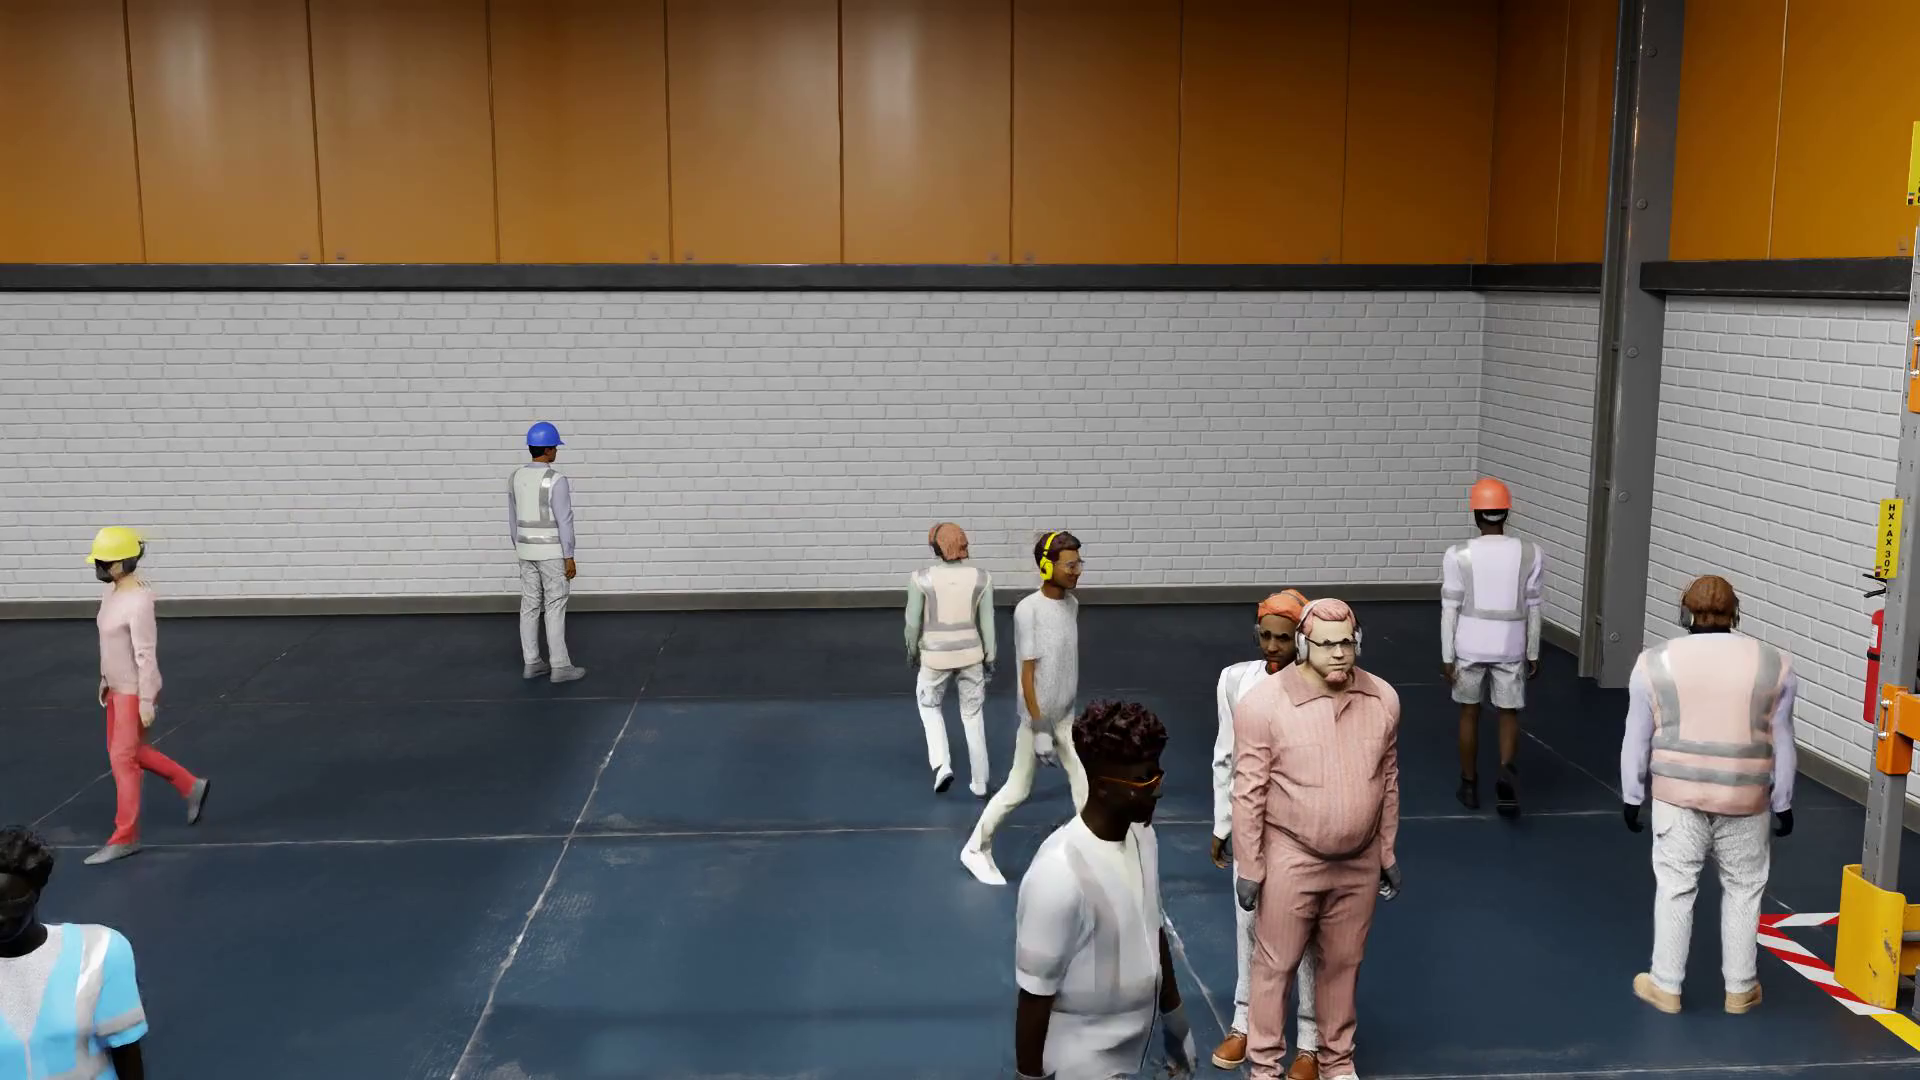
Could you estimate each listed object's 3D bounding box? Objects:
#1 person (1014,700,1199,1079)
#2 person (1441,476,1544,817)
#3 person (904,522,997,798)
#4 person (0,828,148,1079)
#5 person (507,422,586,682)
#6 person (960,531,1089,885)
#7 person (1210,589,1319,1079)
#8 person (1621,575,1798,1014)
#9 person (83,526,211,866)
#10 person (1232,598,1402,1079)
[{"bbox_3d":[0.480,1.374,4.447,0.960,1.919,0.635,4,10,26],"label":"person"},{"bbox_3d":[2.959,0.611,9.276,0.560,1.916,0.656,2,9,11],"label":"person"},{"bbox_3d":[-0.049,0.700,9.630,0.531,1.622,0.388,-2,9,-13],"label":"person"},{"bbox_3d":[-2.376,1.523,4.299,0.529,1.671,0.787,-5,10,-29],"label":"person"},{"bbox_3d":[-3.102,0.092,12.432,0.607,1.948,0.390,6,11,31],"label":"person"},{"bbox_3d":[0.396,0.852,8.073,0.976,1.824,0.520,8,12,41],"label":"person"},{"bbox_3d":[1.212,1.109,6.266,0.577,1.879,0.344,7,11,36],"label":"person"},{"bbox_3d":[3.055,1.054,6.820,0.655,1.825,0.465,4,10,22],"label":"person"},{"bbox_3d":[-4.320,0.777,8.731,0.667,1.748,0.558,-8,12,-41],"label":"person"},{"bbox_3d":[1.291,1.145,5.949,0.652,1.906,0.404,-2,9,-15],"label":"person"}]
